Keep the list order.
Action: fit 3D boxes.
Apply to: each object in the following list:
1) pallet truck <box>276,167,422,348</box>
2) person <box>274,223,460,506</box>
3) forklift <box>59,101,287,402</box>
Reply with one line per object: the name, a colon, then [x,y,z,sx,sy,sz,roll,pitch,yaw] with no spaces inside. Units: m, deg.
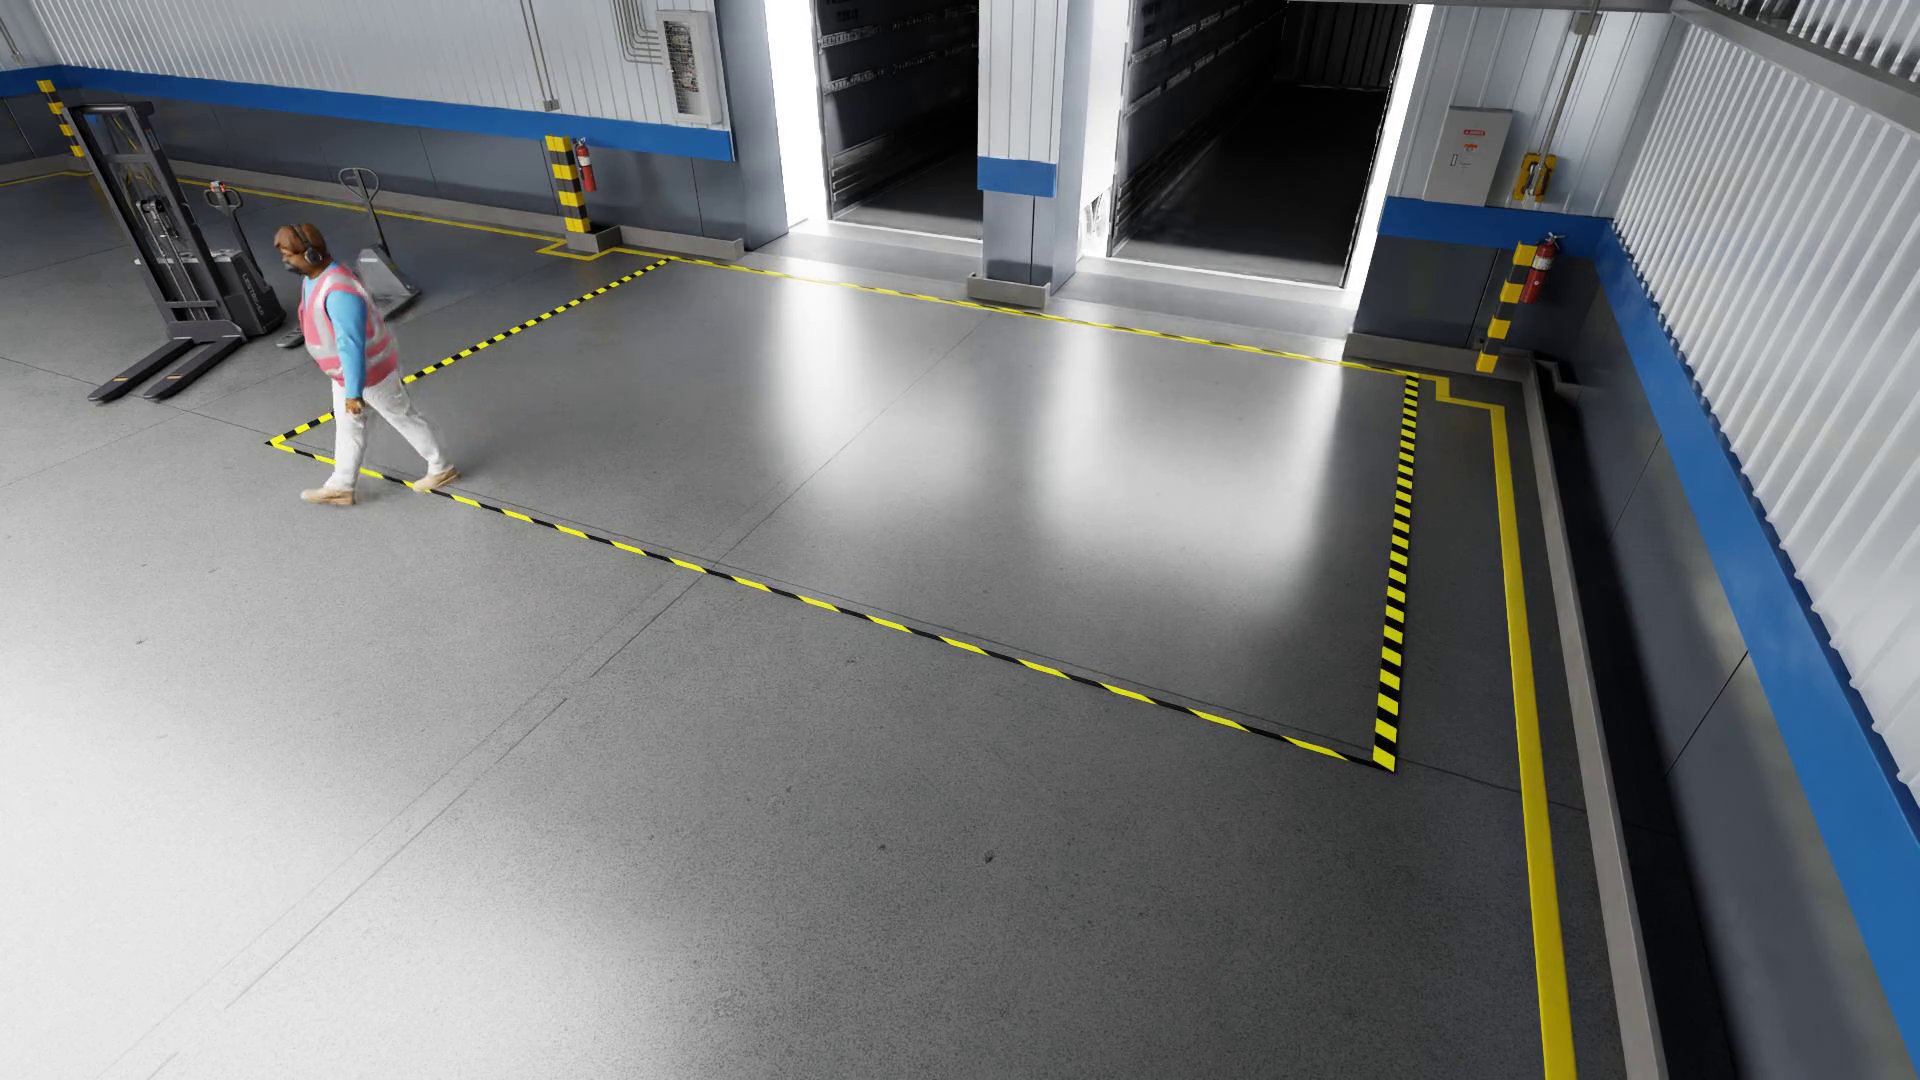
pallet truck: [-5.732,-2.611,8.414,0.680,1.201,1.601,-1,35,-1]
person: [-3.804,-0.999,5.609,0.888,1.803,0.662,-29,44,-35]
forklift: [-6.686,-2.387,7.434,0.823,1.965,1.885,-3,35,-5]
